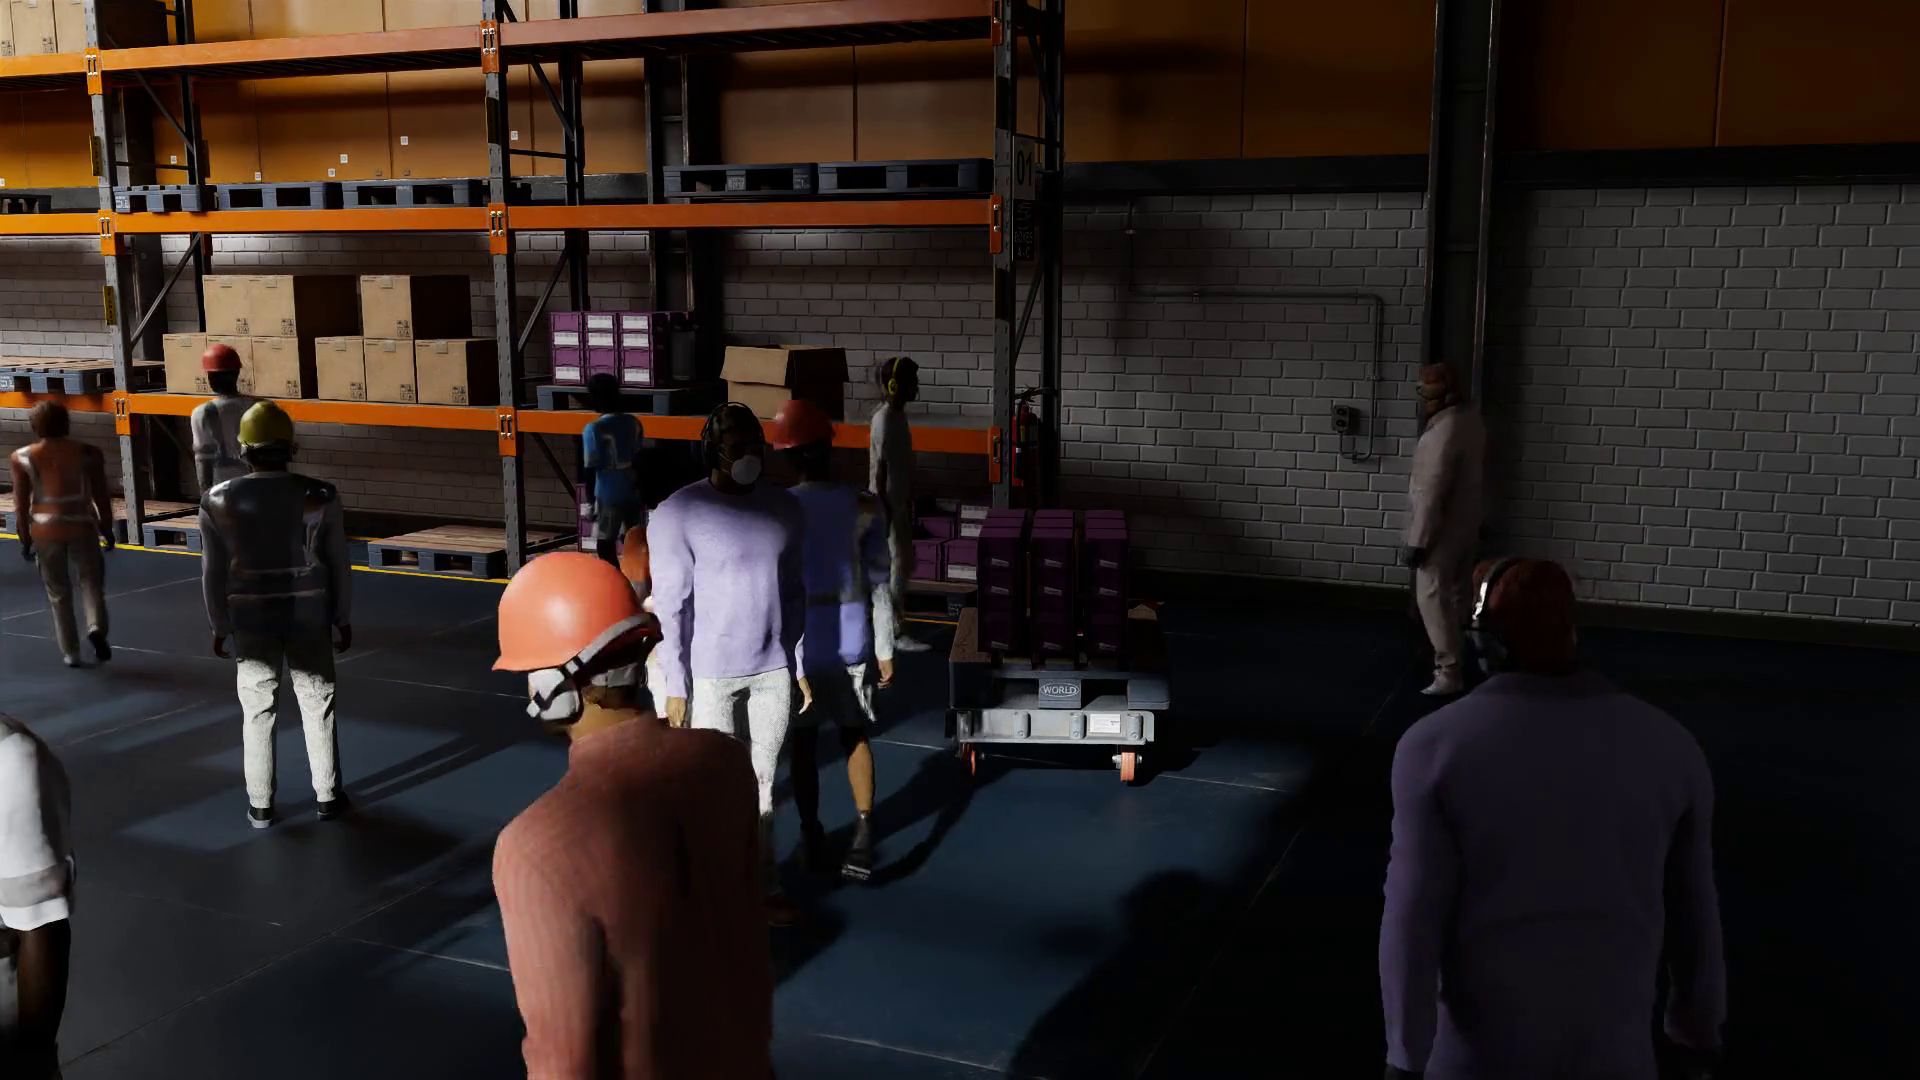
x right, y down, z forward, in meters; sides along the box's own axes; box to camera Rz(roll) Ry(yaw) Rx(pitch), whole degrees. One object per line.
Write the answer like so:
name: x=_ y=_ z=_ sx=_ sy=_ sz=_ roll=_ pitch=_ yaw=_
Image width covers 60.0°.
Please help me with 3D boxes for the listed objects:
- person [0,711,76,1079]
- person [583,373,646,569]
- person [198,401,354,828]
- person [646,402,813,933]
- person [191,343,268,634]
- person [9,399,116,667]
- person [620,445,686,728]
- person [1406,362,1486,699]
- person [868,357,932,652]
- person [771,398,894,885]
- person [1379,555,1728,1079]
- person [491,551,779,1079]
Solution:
person: x=-1.914 y=0.931 z=3.118 sx=0.603 sy=1.966 sz=0.368 roll=4 pitch=10 yaw=23
person: x=-2.338 y=-0.283 z=11.234 sx=0.370 sy=1.679 sz=0.552 roll=5 pitch=11 yaw=29
person: x=-2.917 y=0.322 z=7.154 sx=0.597 sy=1.836 sz=0.404 roll=-3 pitch=10 yaw=-19
person: x=-0.792 y=0.478 z=5.913 sx=0.632 sy=1.940 sz=0.372 roll=-8 pitch=13 yaw=-41
person: x=-4.620 y=-0.307 z=10.699 sx=0.763 sy=1.916 sz=0.557 roll=8 pitch=13 yaw=41
person: x=-5.287 y=-0.022 z=9.839 sx=0.527 sy=1.618 sz=0.490 roll=-6 pitch=11 yaw=-31
person: x=-1.294 y=0.433 z=7.005 sx=0.787 sy=1.662 sz=0.539 roll=4 pitch=10 yaw=23
person: x=2.715 y=-0.063 z=9.374 sx=0.396 sy=1.876 sz=0.730 roll=7 pitch=12 yaw=34
person: x=-0.472 y=-0.217 z=10.337 sx=0.538 sy=1.850 sz=0.535 roll=1 pitch=10 yaw=7
person: x=-0.531 y=0.419 z=6.412 sx=0.591 sy=1.907 sz=0.624 roll=-2 pitch=10 yaw=-11
person: x=1.193 y=0.964 z=3.357 sx=0.716 sy=1.831 sz=1.063 roll=0 pitch=9 yaw=1
person: x=-0.447 y=0.988 z=2.849 sx=0.896 sy=1.949 sz=0.636 roll=6 pitch=11 yaw=34
